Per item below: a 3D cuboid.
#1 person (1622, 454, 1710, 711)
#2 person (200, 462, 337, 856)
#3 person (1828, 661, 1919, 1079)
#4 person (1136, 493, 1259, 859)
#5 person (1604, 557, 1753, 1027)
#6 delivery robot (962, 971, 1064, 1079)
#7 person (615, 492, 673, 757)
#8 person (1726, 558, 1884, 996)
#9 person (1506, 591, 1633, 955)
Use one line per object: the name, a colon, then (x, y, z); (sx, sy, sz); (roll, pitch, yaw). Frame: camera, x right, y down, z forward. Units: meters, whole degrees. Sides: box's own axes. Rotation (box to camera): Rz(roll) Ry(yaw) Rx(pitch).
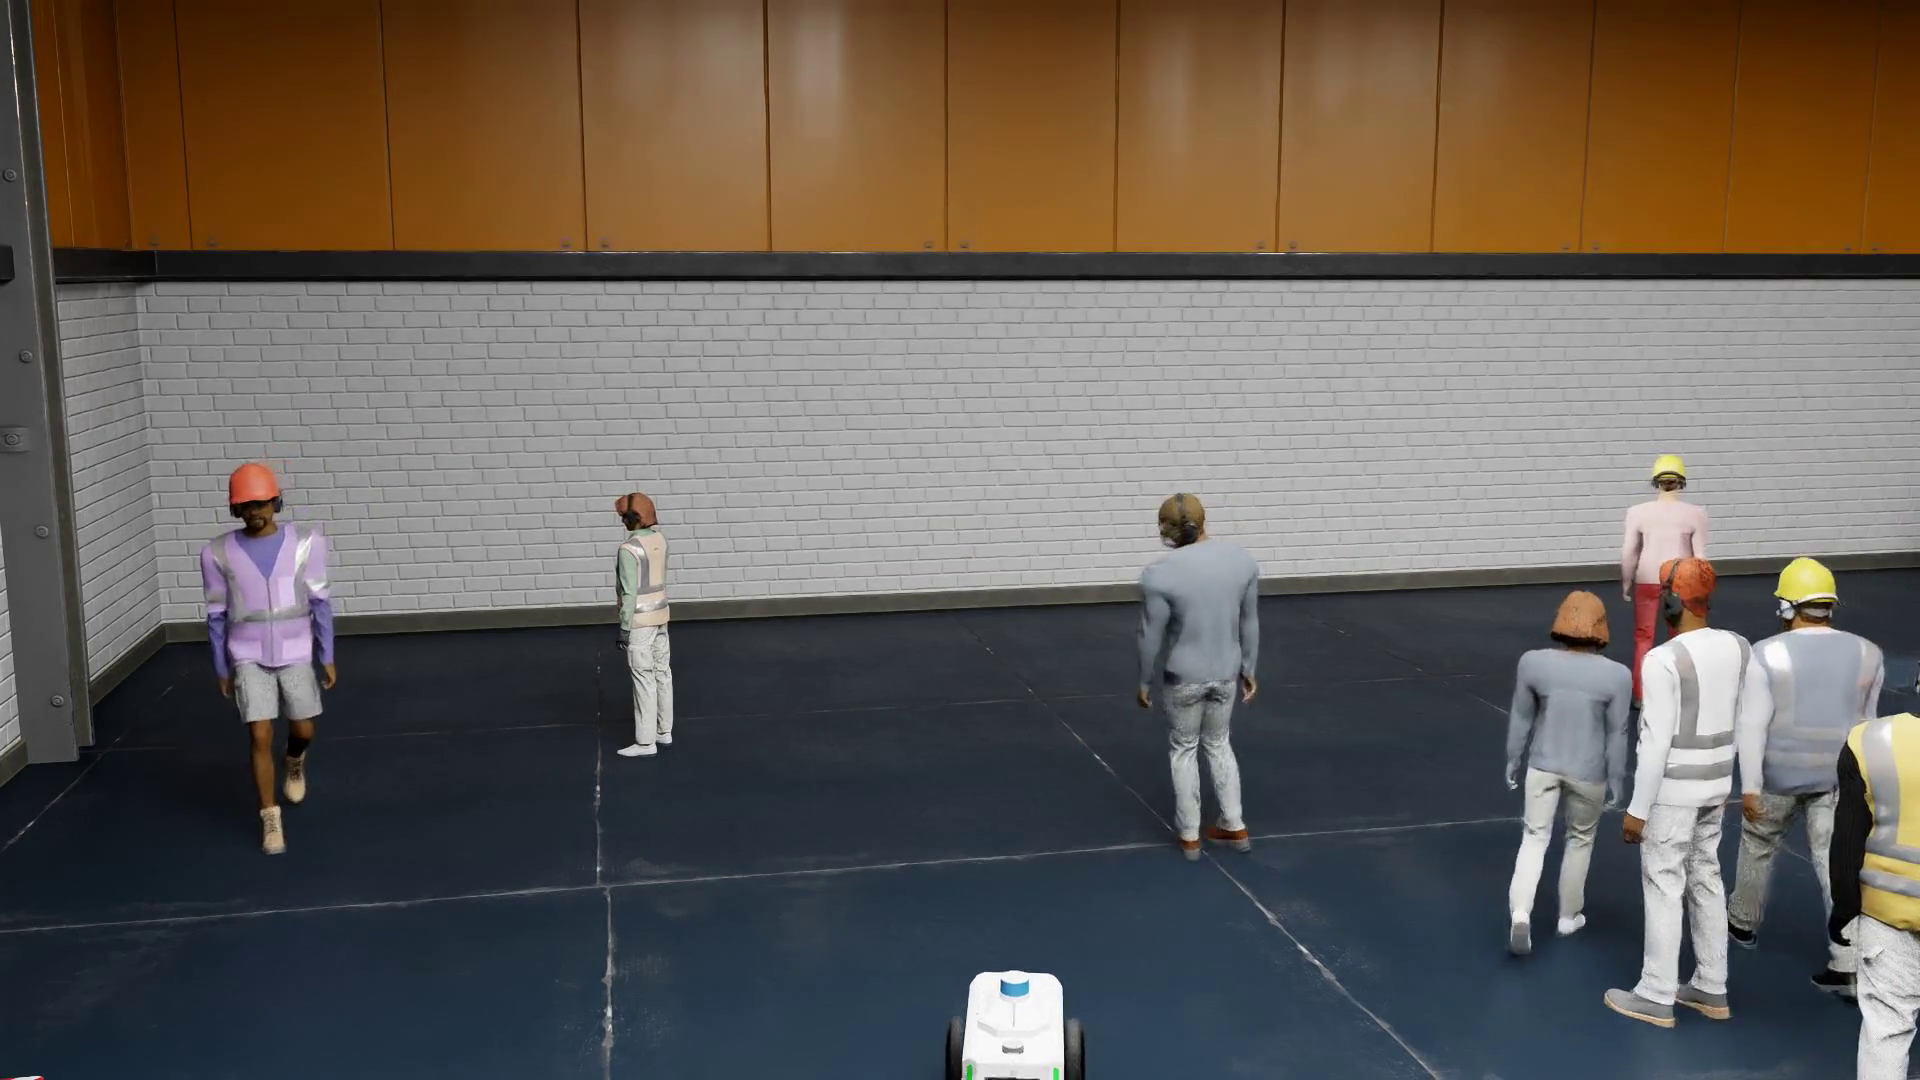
person: (4.744, 0.301, 11.199); (0.537, 1.758, 0.329); (5, 10, 27)
person: (-3.618, 0.577, 8.731); (0.615, 2.019, 0.781); (-4, 10, -25)
person: (3.156, 1.213, 5.389); (0.624, 1.845, 0.430); (5, 11, 29)
person: (1.198, 0.696, 8.405); (0.696, 1.893, 0.460); (-3, 10, -20)
person: (2.861, 1.006, 6.585); (0.588, 1.893, 0.462); (-5, 11, -30)
delivery robot: (0.189, 1.744, 5.780); (0.477, 0.478, 0.707); (1, 9, 3)
person: (-1.947, 0.517, 10.249); (0.308, 1.640, 0.511); (3, 10, 17)
person: (3.571, 0.978, 7.024); (0.603, 1.793, 0.898); (1, 9, 4)
person: (2.634, 1.024, 7.274); (0.519, 1.606, 0.713); (6, 11, 32)
